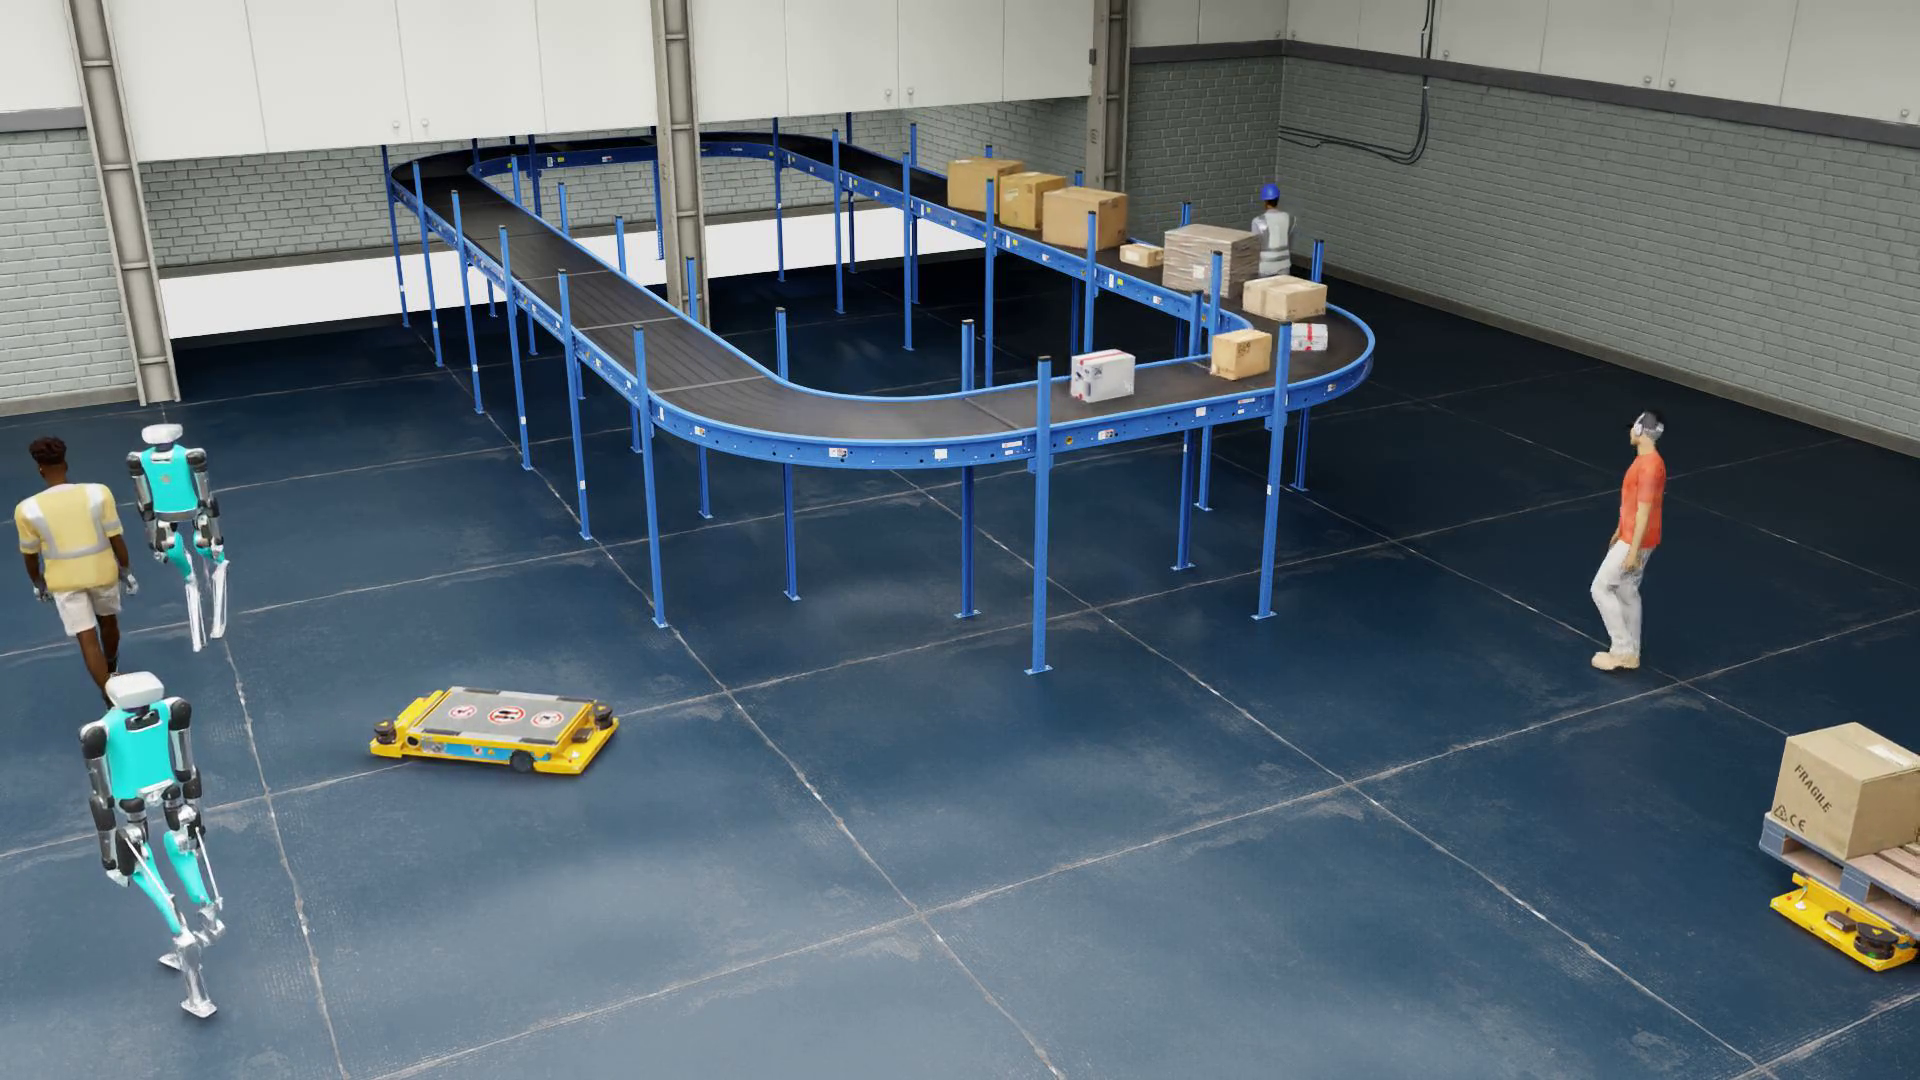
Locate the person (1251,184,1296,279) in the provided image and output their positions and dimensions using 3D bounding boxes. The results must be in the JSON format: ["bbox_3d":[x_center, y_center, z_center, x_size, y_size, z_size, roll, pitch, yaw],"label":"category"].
[{"bbox_3d":[3.719,-3.299,19.886,0.591,1.887,1.035,-5,23,-12],"label":"person"}]

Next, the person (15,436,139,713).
[{"bbox_3d":[-5.910,0.214,11.156,0.628,1.898,1.019,-16,27,-34],"label":"person"}]

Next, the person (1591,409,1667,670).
[{"bbox_3d":[4.718,0.019,11.705,0.420,1.866,0.601,10,24,24],"label":"person"}]

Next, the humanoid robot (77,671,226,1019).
[{"bbox_3d":[-3.826,1.538,8.148,0.891,1.780,0.567,16,27,34],"label":"humanoid robot"}]

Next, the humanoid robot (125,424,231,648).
[{"bbox_3d":[-5.564,-0.041,12.067,0.530,1.821,0.756,-3,22,-8],"label":"humanoid robot"}]

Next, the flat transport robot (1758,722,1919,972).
[{"bbox_3d":[5.209,1.931,9.103,1.431,0.231,0.659,-10,24,-24],"label":"flat transport robot"}]

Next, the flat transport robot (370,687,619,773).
[{"bbox_3d":[-3.022,1.233,10.827,1.431,0.231,0.659,4,22,10],"label":"flat transport robot"}]
